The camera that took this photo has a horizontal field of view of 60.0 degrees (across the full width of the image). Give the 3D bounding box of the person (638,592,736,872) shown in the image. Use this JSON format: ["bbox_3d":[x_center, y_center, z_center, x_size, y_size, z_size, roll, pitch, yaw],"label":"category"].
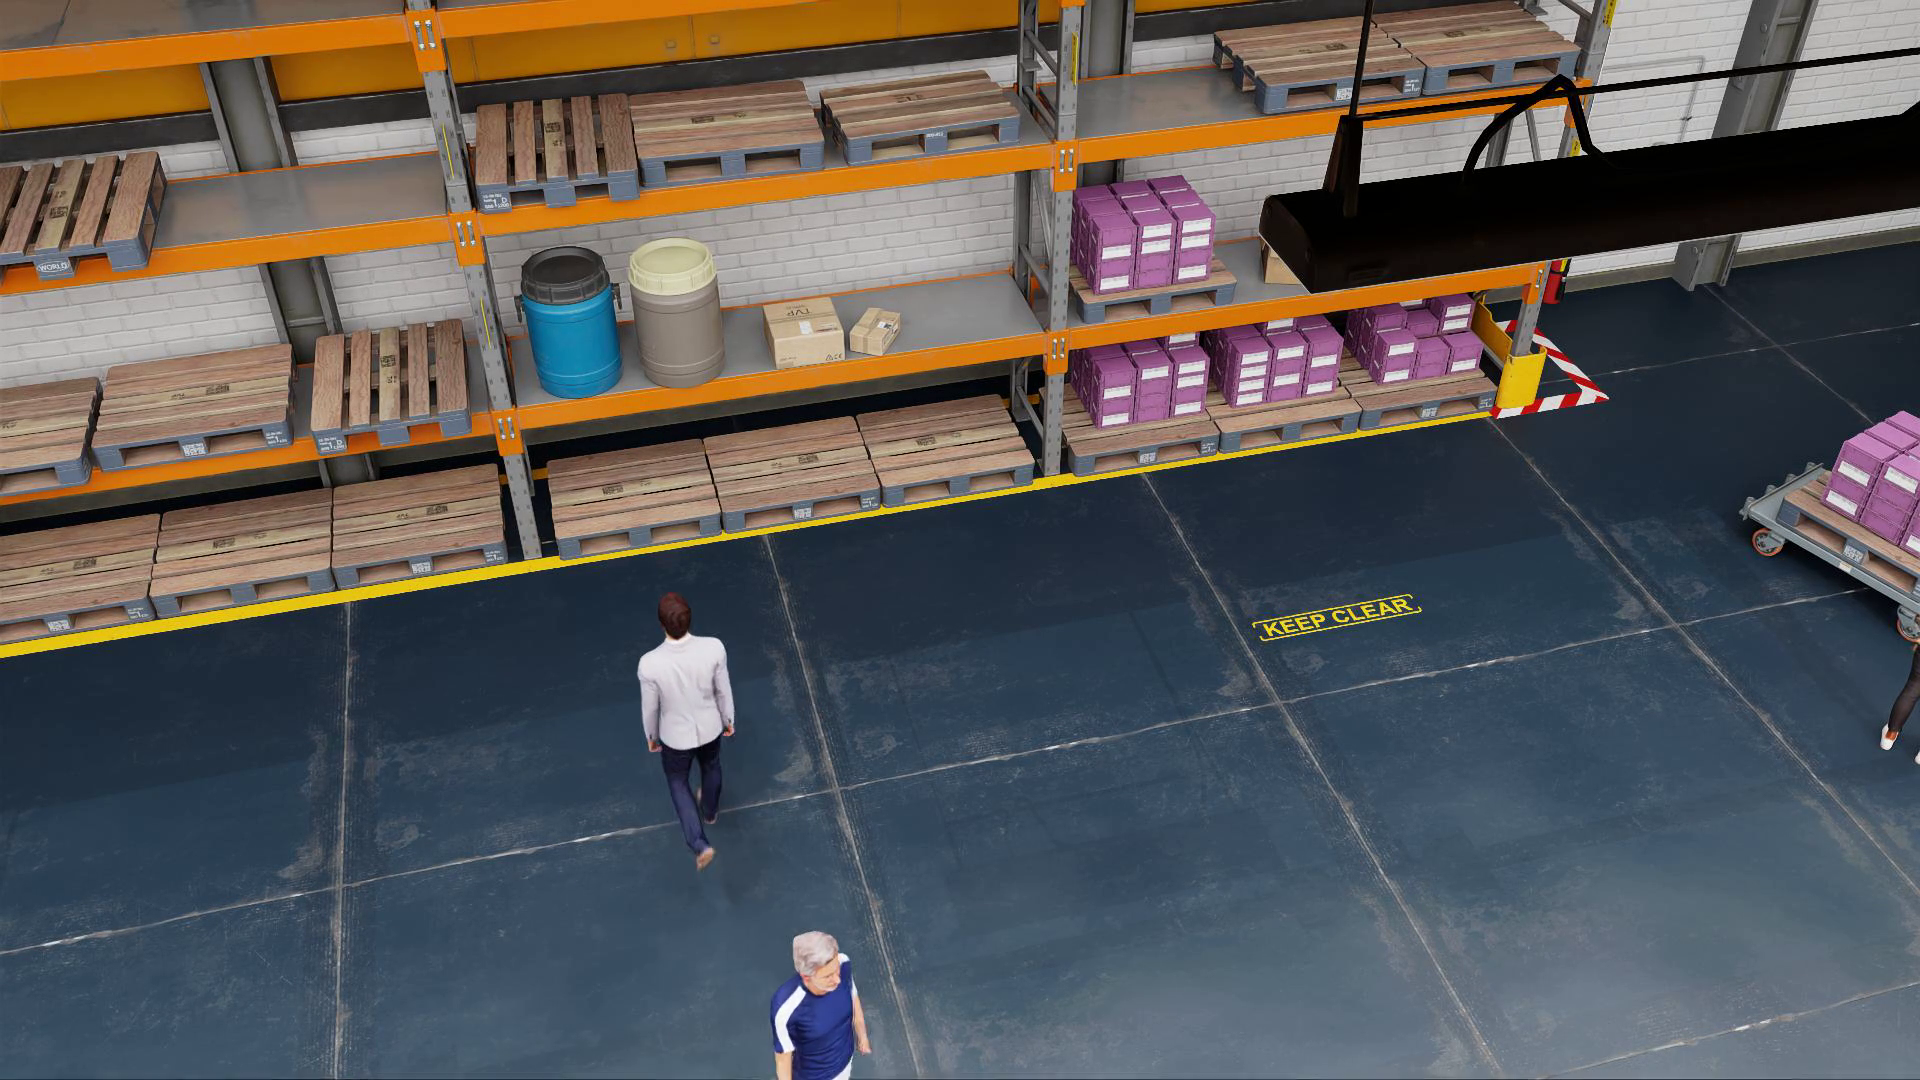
[{"bbox_3d":[-1.521,1.123,9.535,0.992,1.827,0.823,-14,41,-17],"label":"person"}]

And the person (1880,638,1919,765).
[{"bbox_3d":[6.095,0.696,10.216,0.660,1.646,0.690,29,47,31],"label":"person"}]

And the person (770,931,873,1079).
[{"bbox_3d":[-0.726,2.431,7.898,0.886,1.828,0.823,23,44,26],"label":"person"}]
